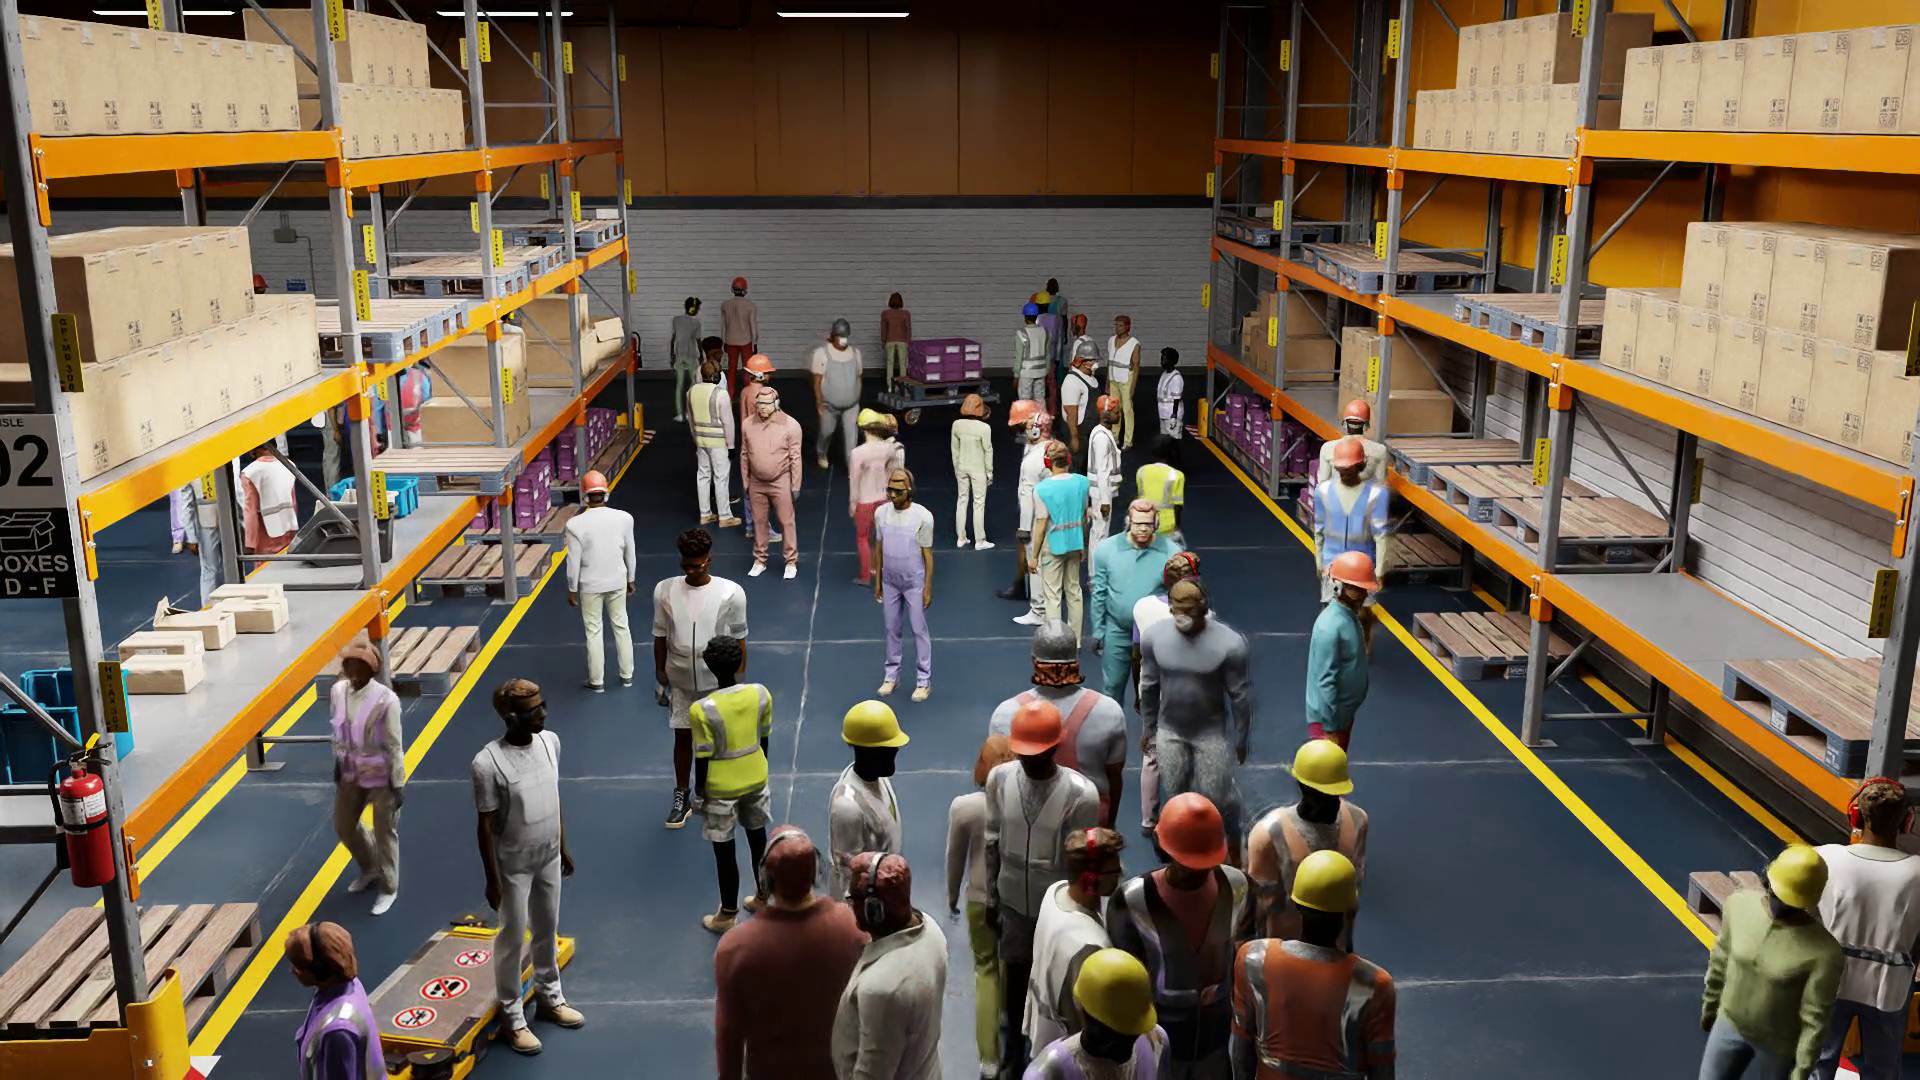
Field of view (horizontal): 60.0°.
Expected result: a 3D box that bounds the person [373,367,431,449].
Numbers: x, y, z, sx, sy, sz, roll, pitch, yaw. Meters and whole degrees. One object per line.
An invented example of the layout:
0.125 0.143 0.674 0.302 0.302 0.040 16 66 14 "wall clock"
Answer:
-6.430 -1.307 19.293 0.701 1.824 0.493 -2 14 -9 "person"

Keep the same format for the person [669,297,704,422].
-4.080 -2.675 24.657 0.574 1.830 0.500 5 15 21 "person"

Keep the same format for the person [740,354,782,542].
-2.120 -0.972 17.625 0.382 1.994 0.613 -8 17 -30 "person"

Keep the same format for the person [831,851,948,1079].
-0.265 2.029 6.054 0.402 1.896 0.652 3 15 13 "person"

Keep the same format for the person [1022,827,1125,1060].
0.437 1.968 6.386 0.373 1.841 0.570 -3 15 -10 "person"

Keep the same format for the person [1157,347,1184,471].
2.571 -1.523 20.402 0.319 1.690 0.530 -3 15 -13 "person"

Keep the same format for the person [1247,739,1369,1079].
1.506 1.745 7.196 0.607 1.872 1.017 -4 15 -17 "person"

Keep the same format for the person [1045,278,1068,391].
1.520 -3.371 27.341 0.505 1.847 0.344 1 14 3 "person"

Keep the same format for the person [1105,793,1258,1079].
0.844 1.898 6.304 0.612 2.030 0.410 -4 15 -15 "person"

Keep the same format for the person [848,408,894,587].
-0.776 -0.370 15.779 0.615 1.744 0.520 13 19 42 "person"

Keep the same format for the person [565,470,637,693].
-2.818 0.318 13.045 0.571 1.747 0.342 -9 17 -31 "person"

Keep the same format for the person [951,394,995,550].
0.137 -0.711 17.322 0.501 1.633 0.279 10 17 34 "person"

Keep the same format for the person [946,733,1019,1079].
0.188 1.710 7.914 0.509 1.589 0.833 0 14 -1 "person"

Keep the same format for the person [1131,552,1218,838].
1.314 0.980 10.259 0.571 1.843 0.373 10 17 33 "person"

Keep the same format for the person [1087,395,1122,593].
1.364 -0.436 15.741 0.339 1.882 0.584 1 14 3 "person"

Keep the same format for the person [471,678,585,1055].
-2.083 1.550 8.021 0.335 1.846 0.513 9 17 32 "person"

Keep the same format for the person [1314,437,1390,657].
3.112 0.138 13.239 0.614 2.015 0.836 6 15 22 "person"

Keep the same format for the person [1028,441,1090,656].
0.827 0.098 13.737 0.563 1.837 0.388 -10 18 -35 "person"

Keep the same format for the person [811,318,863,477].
-1.539 -1.807 20.813 0.676 2.000 0.876 -5 15 -18 "person"

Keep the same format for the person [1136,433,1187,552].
1.850 -0.136 14.996 0.539 1.662 0.709 12 18 39 "person"

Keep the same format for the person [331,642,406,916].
-3.298 1.327 9.356 0.552 1.613 0.400 7 16 24 "person"

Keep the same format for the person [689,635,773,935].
-1.250 1.341 9.134 0.535 1.699 0.322 -13 20 -42 "person"

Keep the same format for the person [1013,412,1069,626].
0.708 -0.190 14.753 0.399 1.900 0.644 9 17 30 "person"

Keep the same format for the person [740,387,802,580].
-1.845 -0.552 16.183 0.642 1.899 0.394 4 15 16 "person"

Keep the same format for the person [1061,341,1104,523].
1.397 -1.211 18.471 0.535 2.000 0.681 7 16 24 "person"

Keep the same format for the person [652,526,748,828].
-1.635 0.868 10.474 0.604 1.959 0.378 0 14 1 "person"

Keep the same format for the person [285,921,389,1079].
-2.240 2.150 6.095 0.313 1.629 0.524 -6 15 -21 "person"

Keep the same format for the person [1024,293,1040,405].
1.191 -3.005 26.090 0.339 1.747 0.573 5 15 20 "person"

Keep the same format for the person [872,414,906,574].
-0.696 -0.427 16.211 0.312 1.631 0.514 -9 17 -31 "person"

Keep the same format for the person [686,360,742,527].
-2.697 -1.060 18.279 0.627 1.844 0.429 10 17 34 "person"

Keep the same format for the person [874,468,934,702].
-0.434 0.339 12.807 0.502 1.837 0.349 7 16 25 "person"

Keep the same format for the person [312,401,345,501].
-7.276 -1.302 19.258 0.415 1.856 0.582 -8 16 -28 "person"

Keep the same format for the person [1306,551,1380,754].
2.227 1.028 9.787 0.392 1.989 0.610 6 16 23 "person"

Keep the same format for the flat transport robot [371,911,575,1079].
-2.531 2.279 8.300 0.652 0.197 1.431 3 15 11 "flat transport robot"

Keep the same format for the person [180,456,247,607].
-6.441 -0.102 14.395 0.410 1.908 0.598 8 16 29 "person"

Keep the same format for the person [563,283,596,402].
-6.027 -3.115 26.203 0.634 1.916 0.489 12 19 40 "person"

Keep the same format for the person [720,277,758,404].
-3.438 -3.106 26.029 0.619 1.985 0.409 4 15 16 "person"

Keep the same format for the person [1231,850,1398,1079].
1.265 2.024 5.999 0.588 1.927 0.365 7 16 24 "person"

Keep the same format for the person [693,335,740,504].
-2.855 -1.401 19.364 0.367 1.967 0.606 -12 18 -38 "person"

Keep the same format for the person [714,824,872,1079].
-0.586 1.987 6.215 0.665 1.888 0.503 -3 15 -13 "person"

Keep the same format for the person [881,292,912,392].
-1.043 -3.223 27.184 0.534 1.632 0.290 2 14 6 "person"

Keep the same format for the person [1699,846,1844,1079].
3.177 1.975 6.586 0.553 1.729 0.556 -10 18 -35 "person"

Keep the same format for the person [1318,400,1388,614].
3.491 -0.260 14.831 0.618 1.994 0.380 4 15 14 "person"

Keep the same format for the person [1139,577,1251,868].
1.376 1.097 9.680 0.651 1.913 0.638 7 16 25 "person"

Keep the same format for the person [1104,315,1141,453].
2.184 -2.106 22.365 0.389 1.850 0.566 -12 19 -39 "person"

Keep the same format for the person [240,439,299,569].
-5.852 -0.050 14.190 0.396 1.908 0.599 4 15 15 "person"

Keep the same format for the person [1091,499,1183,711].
1.224 0.642 11.495 0.650 1.900 0.400 3 15 10 "person"

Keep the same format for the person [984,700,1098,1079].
0.349 1.634 7.536 0.544 1.929 0.385 6 16 24 "person"

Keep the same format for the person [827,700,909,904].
-0.406 1.639 7.512 0.368 1.928 0.585 2 14 7 "person"

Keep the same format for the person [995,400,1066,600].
0.639 -0.361 15.443 0.800 1.882 0.568 0 14 -1 "person"

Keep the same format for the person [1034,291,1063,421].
1.231 -2.705 24.558 0.587 1.930 0.362 -8 16 -29 "person"

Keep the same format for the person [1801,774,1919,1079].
3.682 1.862 6.823 0.560 1.836 0.393 8 16 27 "person"

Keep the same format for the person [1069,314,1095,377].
1.604 -2.067 22.169 0.368 1.878 0.584 6 15 21 "person"

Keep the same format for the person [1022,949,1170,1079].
0.456 2.190 5.383 0.587 1.914 0.398 -10 17 -33 "person"

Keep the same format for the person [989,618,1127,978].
0.479 1.363 8.370 0.684 2.000 0.535 0 14 0 "person"

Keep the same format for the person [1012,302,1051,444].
0.976 -2.291 22.896 0.616 1.945 0.398 -9 17 -33 "person"
